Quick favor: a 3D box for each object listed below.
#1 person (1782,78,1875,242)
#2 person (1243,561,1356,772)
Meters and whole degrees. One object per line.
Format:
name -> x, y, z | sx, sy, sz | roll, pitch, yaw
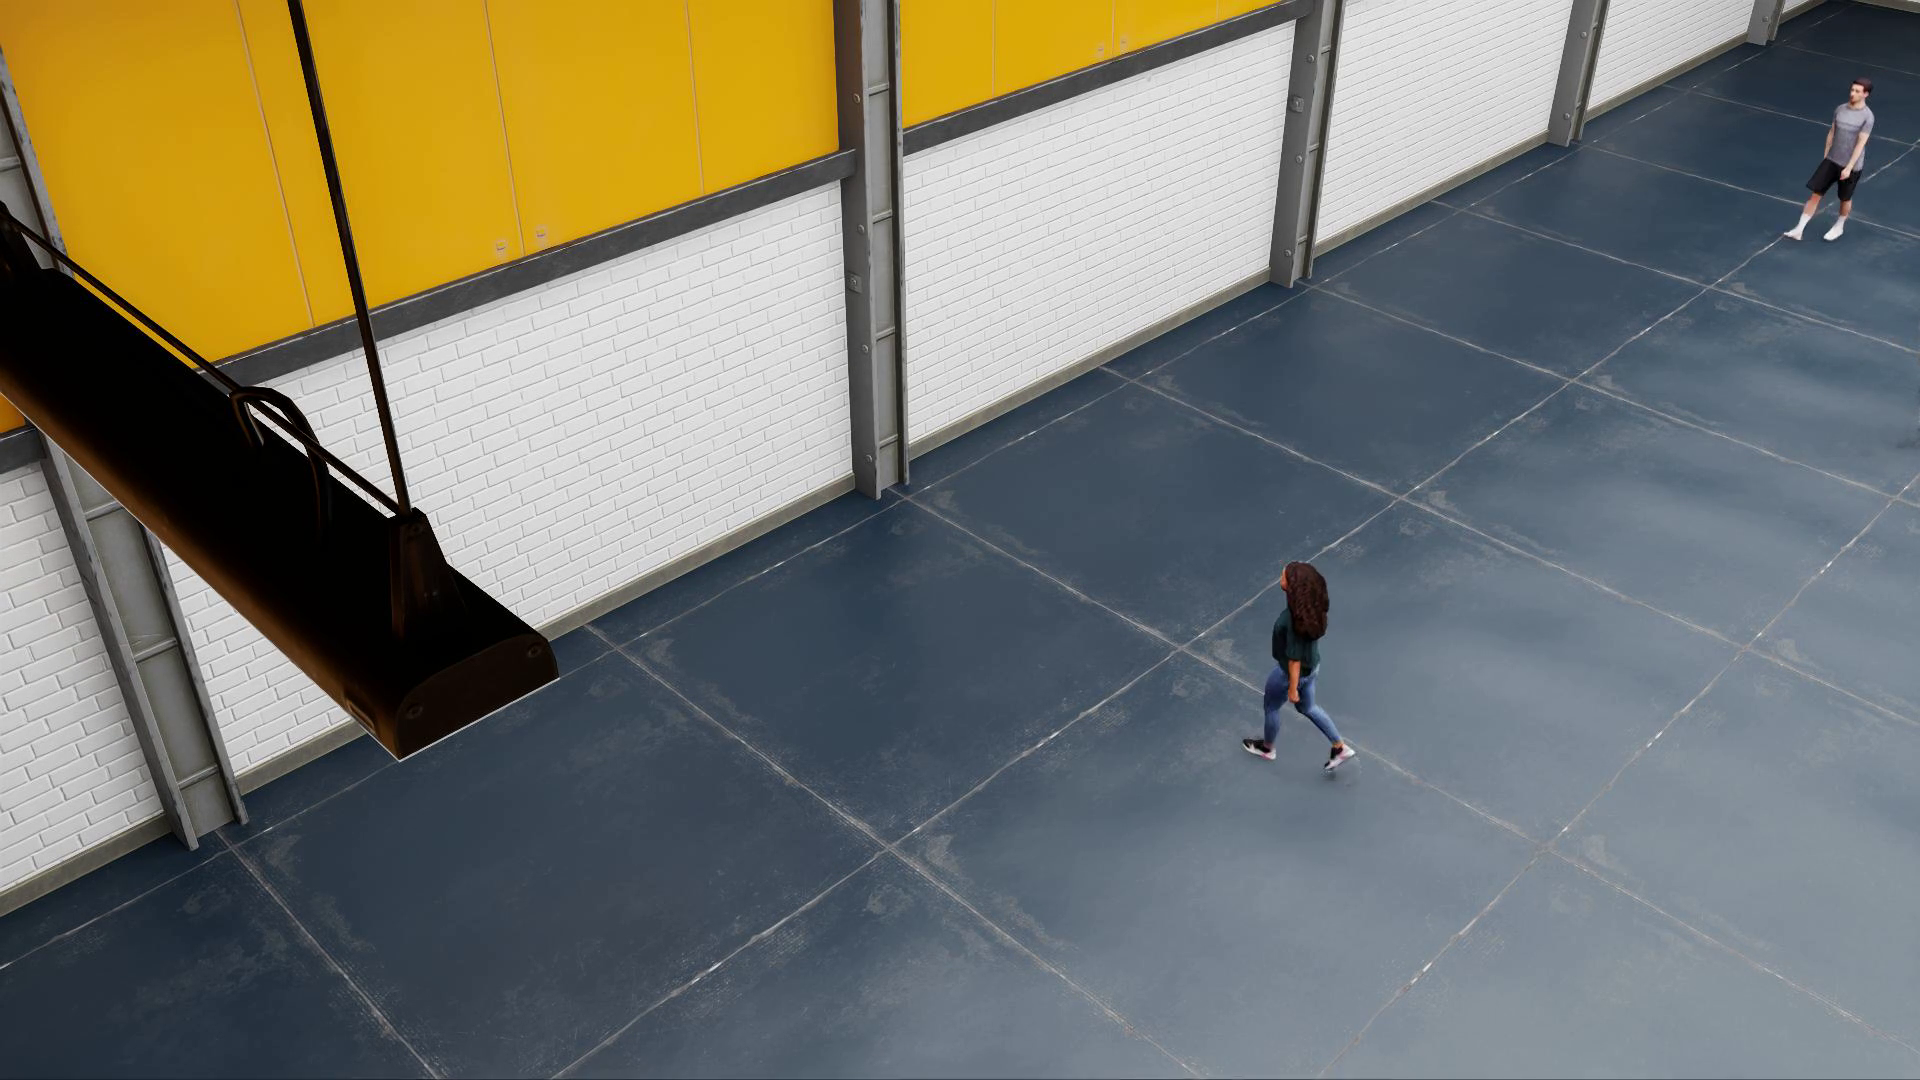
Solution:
person -> 9.796, -4.159, 18.317 | 1.211, 1.836, 0.874 | -18, 38, -25
person -> 2.292, 0.881, 10.956 | 0.817, 1.591, 0.991 | 17, 37, 24
